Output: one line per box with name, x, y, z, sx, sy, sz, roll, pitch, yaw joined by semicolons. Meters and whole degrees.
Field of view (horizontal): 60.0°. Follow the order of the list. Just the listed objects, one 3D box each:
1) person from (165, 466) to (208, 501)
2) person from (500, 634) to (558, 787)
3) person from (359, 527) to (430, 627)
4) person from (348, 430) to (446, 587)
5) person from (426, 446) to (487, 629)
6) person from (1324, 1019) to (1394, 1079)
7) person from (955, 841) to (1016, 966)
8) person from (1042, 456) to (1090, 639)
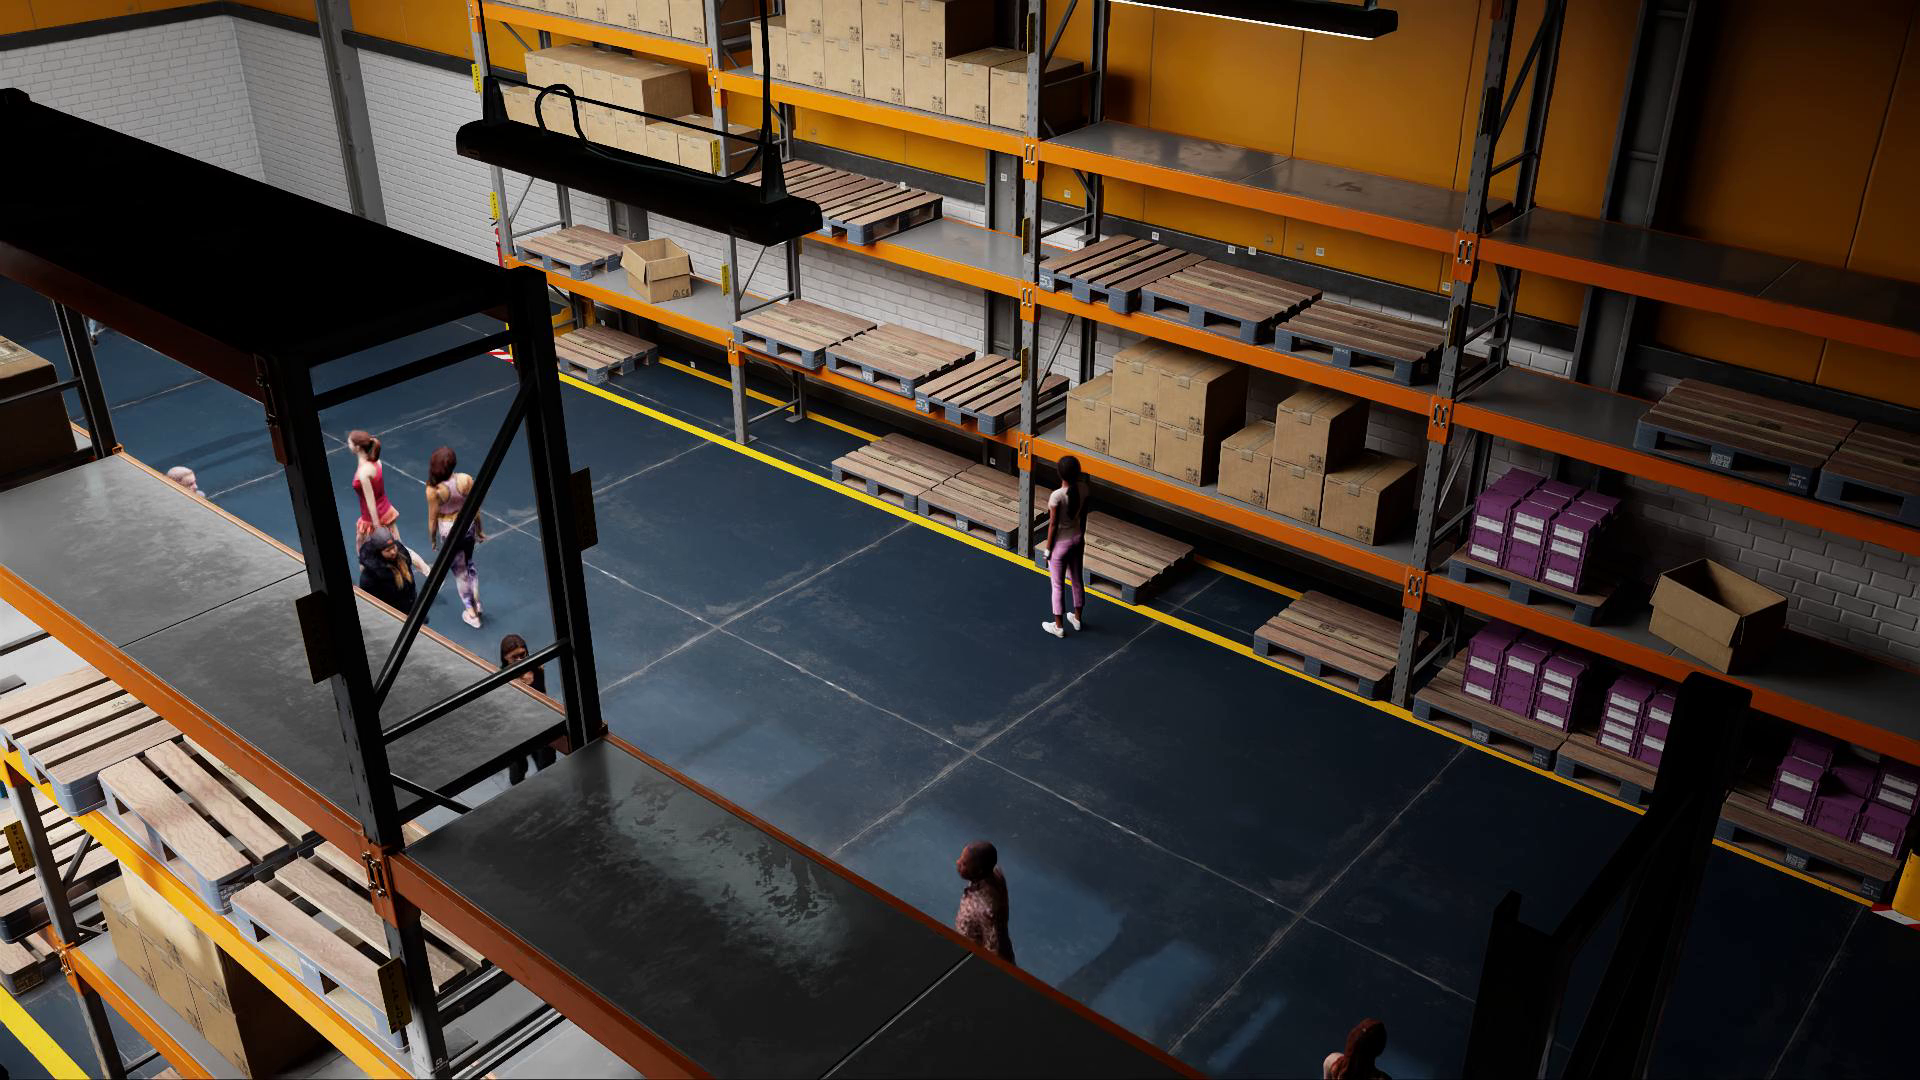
person;-6.557;0.212;14.197;0.772;1.870;0.778;10;30;17
person;-3.240;1.387;12.265;0.740;1.657;1.061;-21;35;-33
person;-4.696;0.618;13.665;0.764;1.667;0.752;12;31;21
person;-5.195;-0.185;15.083;1.196;1.718;0.994;3;29;6
person;-4.392;0.006;14.692;0.635;1.758;0.648;-23;36;-36
person;2.084;3.218;8.821;0.444;1.740;0.636;22;35;34
person;0.251;2.553;10.008;1.210;1.772;1.097;1;29;1
person;0.936;0.042;14.642;0.639;1.742;0.595;-18;34;-30
